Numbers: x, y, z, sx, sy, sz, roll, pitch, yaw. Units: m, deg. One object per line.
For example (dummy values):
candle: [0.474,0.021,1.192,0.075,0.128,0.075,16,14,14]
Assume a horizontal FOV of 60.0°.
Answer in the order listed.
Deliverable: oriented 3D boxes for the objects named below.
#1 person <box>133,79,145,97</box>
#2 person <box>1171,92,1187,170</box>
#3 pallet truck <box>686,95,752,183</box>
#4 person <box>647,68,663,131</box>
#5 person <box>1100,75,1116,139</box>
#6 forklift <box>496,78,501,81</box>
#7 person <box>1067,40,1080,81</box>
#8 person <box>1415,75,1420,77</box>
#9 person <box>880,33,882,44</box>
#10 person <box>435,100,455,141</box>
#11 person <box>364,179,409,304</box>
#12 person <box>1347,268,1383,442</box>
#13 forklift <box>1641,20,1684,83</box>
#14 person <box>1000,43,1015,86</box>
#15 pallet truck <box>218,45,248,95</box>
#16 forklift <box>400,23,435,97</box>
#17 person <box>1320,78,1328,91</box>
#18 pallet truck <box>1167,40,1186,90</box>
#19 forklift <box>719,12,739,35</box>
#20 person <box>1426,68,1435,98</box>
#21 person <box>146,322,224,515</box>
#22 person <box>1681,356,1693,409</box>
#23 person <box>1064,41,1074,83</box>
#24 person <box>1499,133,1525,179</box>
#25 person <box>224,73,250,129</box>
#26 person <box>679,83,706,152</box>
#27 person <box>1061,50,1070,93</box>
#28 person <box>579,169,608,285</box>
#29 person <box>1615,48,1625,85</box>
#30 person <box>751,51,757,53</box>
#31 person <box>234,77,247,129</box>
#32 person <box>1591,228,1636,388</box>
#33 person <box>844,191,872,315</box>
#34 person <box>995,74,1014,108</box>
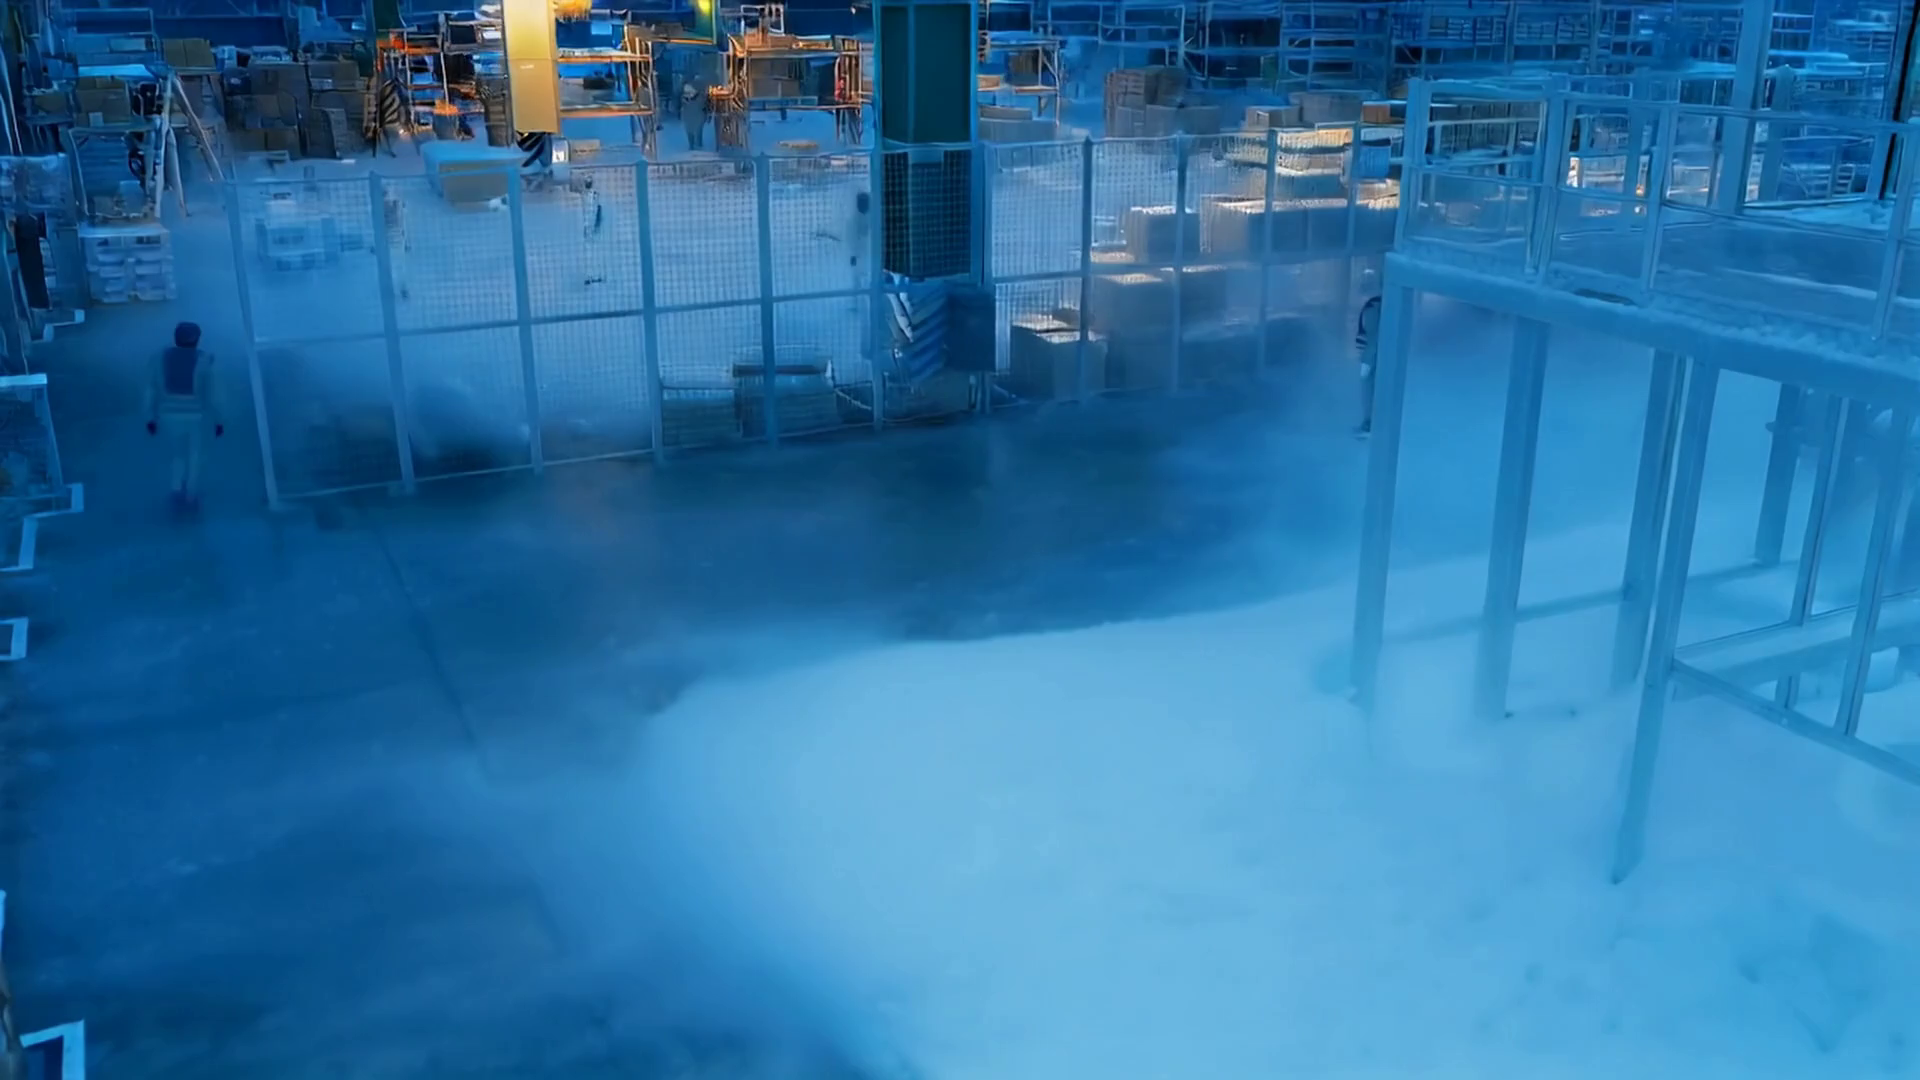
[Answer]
person: [-25.346,-13.406,51.422,0.522,1.631,0.325,6,20,18]
person: [5.511,-10.308,41.996,0.406,1.923,0.583,-4,19,-12]
pallet truck: [-5.836,-9.608,39.856,0.823,1.965,1.885,10,22,27]
person: [-9.591,-13.807,52.115,0.372,1.940,0.631,-11,22,-28]
person: [4.431,-12.936,49.717,0.512,1.860,0.325,14,24,36]
forklift: [-16.239,-17.535,61.499,1.873,2.768,1.129,-10,21,-26]
person: [4.851,-20.504,71.537,0.613,1.951,1.009,5,20,15]
person: [14.013,-13.396,51.184,0.526,1.768,0.331,-17,26,-41]
person: [-3.779,-23.955,81.533,0.544,1.939,0.372,8,20,21]
person: [-12.251,-9.465,39.547,0.593,1.926,0.366,12,22,30]
person: [-8.725,-4.567,25.329,0.622,1.933,0.455,-10,22,-27]
person: [4.421,-1.995,17.958,0.337,1.882,0.585,6,20,17]
forklift: [29.125,-19.936,68.460,1.873,2.768,1.129,-9,21,-25]
person: [1.982,-19.575,68.836,0.628,1.940,0.377,4,19,11]
pallet truck: [-28.879,-18.665,66.111,0.823,1.965,1.885,-3,19,-9]
forklift: [-21.867,-18.833,65.262,1.873,2.768,1.129,1,19,2]
person: [10.378,-12.121,47.246,0.623,1.931,0.782,-8,21,-21]
pallet truck: [9.045,-19.971,69.895,0.823,1.965,1.885,-3,19,-8]
forklift: [-11.245,-24.345,81.240,1.129,2.768,1.873,-9,21,-25]
person: [16.091,-15.374,57.110,0.523,1.638,0.310,-17,25,-40]
person: [-7.219,-1.126,15.561,0.691,1.808,0.445,-1,19,-4]
person: [8.249,-2.325,18.908,1.001,1.879,0.548,-18,26,-42]
person: [4.824,-20.868,72.768,0.757,1.812,0.653,1,19,2]
person: [11.289,-7.459,34.040,0.508,1.709,0.798,11,22,28]
person: [-21.645,-12.996,49.820,0.689,1.906,0.596,16,25,39]
person: [-7.213,-11.369,44.894,0.706,2.000,1.043,-1,19,-2]
person: [4.326,-19.191,68.096,0.320,1.692,0.532,8,21,21]
person: [-5.940,-5.061,26.877,0.309,1.864,0.535,-14,23,-35]
person: [27.790,-19.823,69.938,0.508,1.674,0.548,-13,23,-34]
person: [-7.877,-18.094,64.613,0.933,1.908,0.631,16,25,39]
person: [-22.420,-13.513,51.633,0.552,1.682,0.436,-6,20,-16]
person: [8.022,-2.845,20.267,0.608,1.987,0.388,10,21,27]
person: [-1.351,-4.180,24.394,0.649,1.811,0.784,-15,24,-37]
person: [1.323,-12.963,49.751,0.584,1.882,0.337,7,20,19]
